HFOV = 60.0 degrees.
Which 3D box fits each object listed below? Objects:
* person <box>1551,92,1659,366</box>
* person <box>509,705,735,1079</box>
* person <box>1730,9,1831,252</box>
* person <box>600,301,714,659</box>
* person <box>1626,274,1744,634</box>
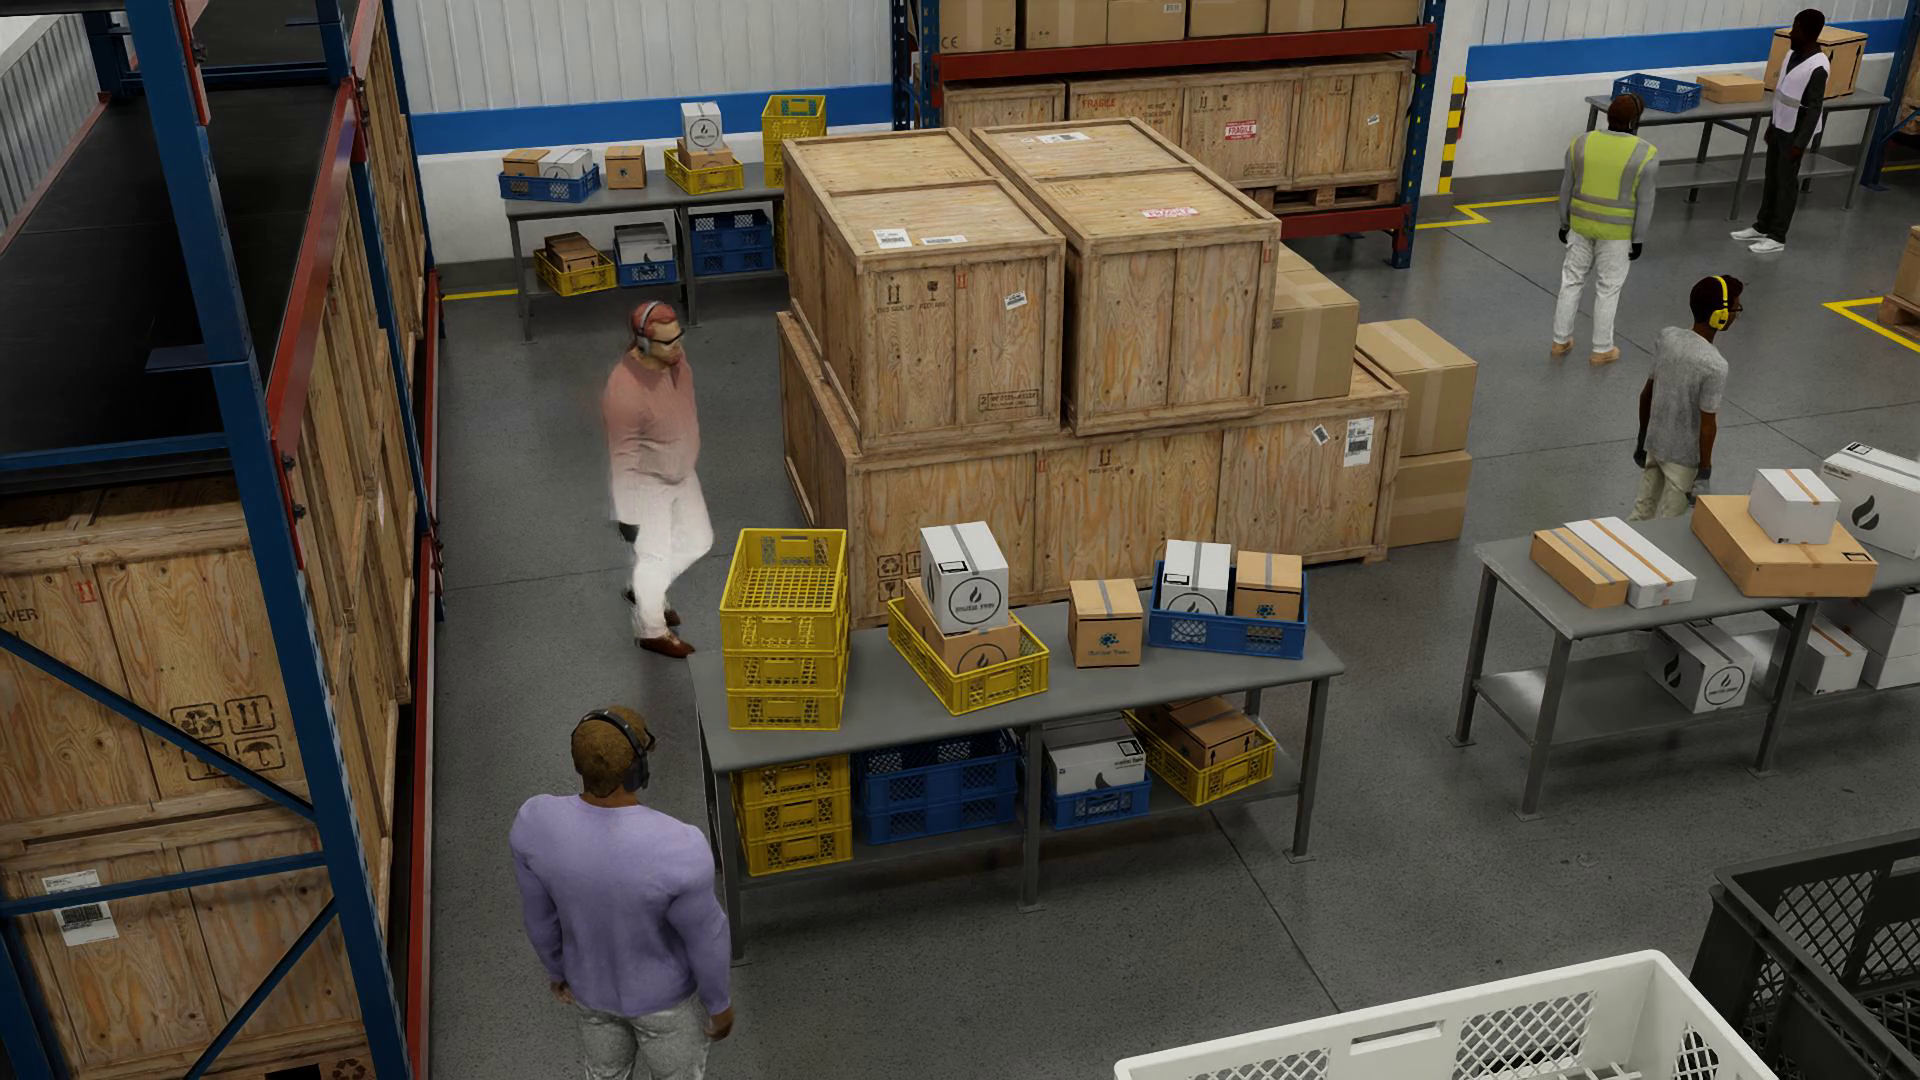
[{"bbox_3d":[4.364,-2.109,11.300,0.624,1.845,0.430,24,37,36],"label":"person"},{"bbox_3d":[-0.966,1.319,4.979,0.636,1.939,0.365,8,30,14],"label":"person"},{"bbox_3d":[6.658,-3.271,13.335,0.399,1.916,0.590,1,29,2],"label":"person"},{"bbox_3d":[-1.451,-0.275,7.935,0.464,1.878,0.670,9,30,16],"label":"person"},{"bbox_3d":[3.530,-0.416,8.198,0.312,1.869,0.536,-7,30,-13],"label":"person"}]
